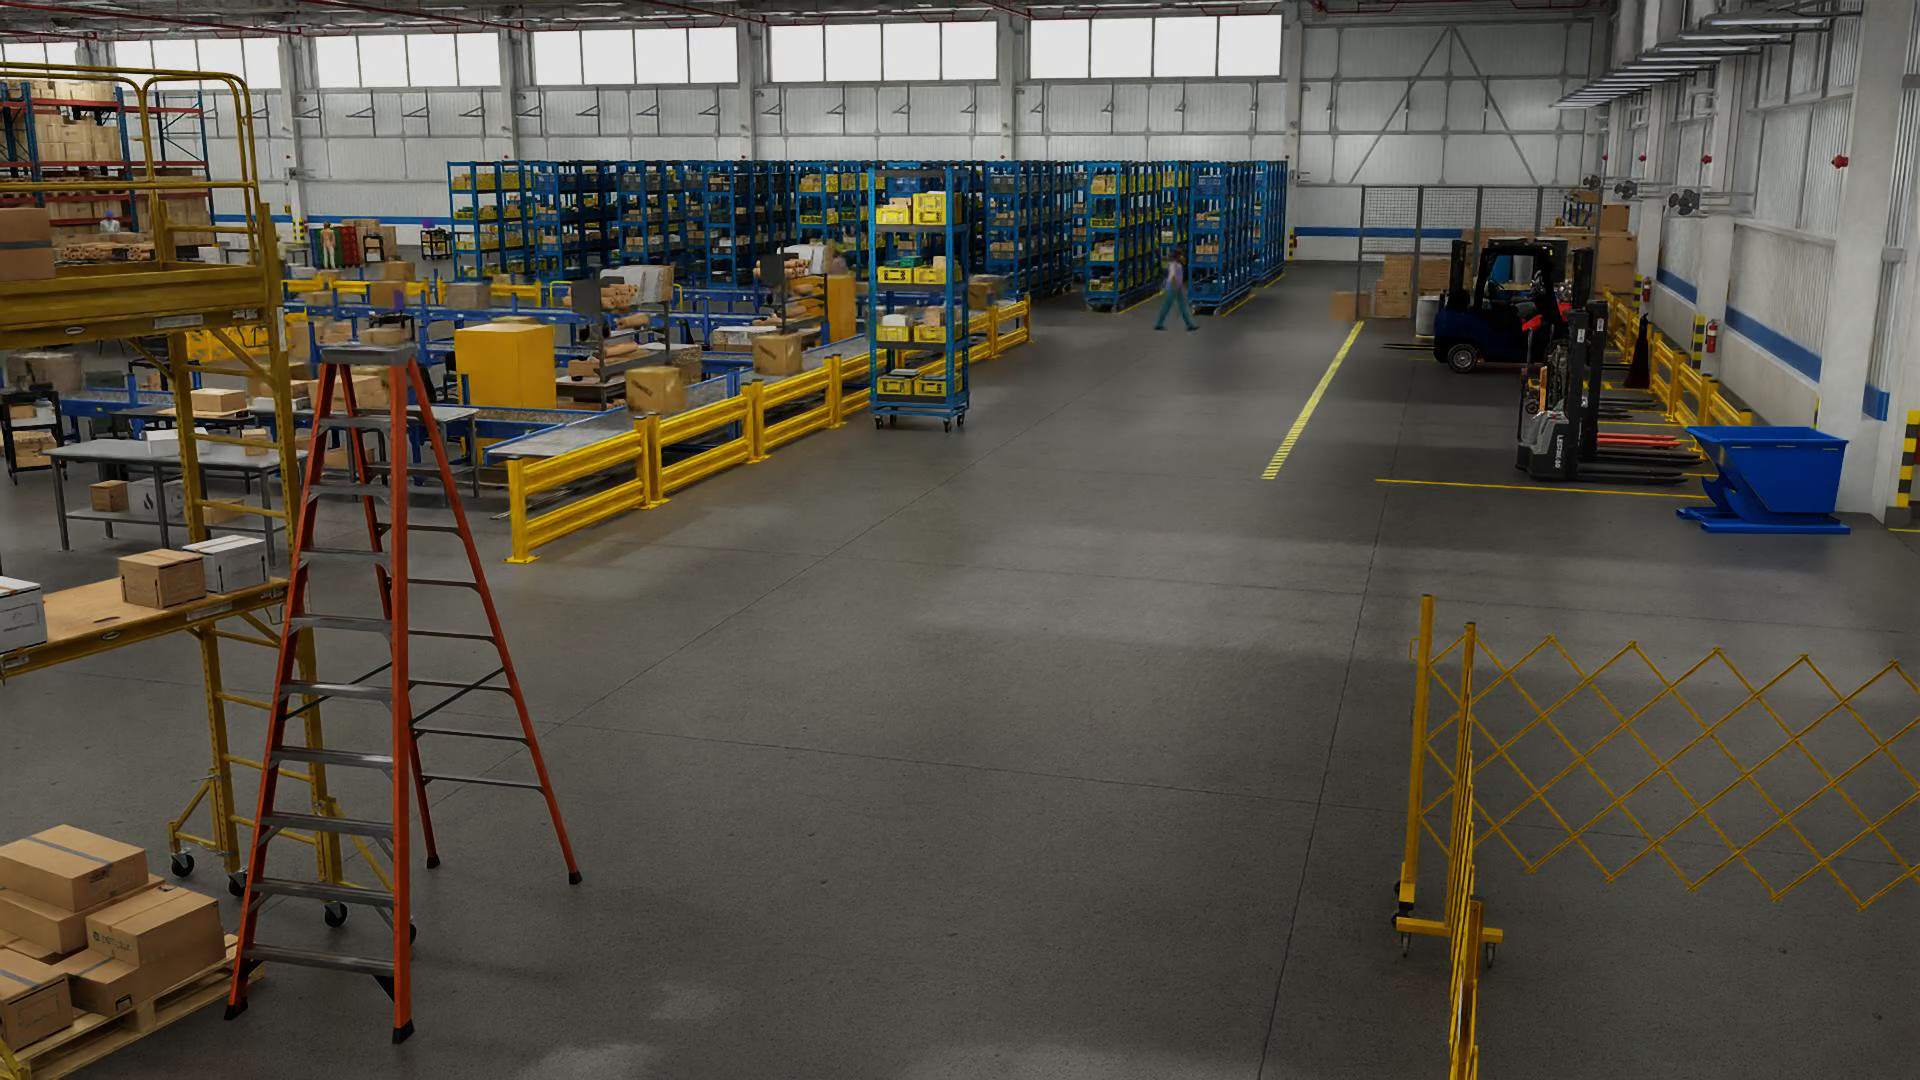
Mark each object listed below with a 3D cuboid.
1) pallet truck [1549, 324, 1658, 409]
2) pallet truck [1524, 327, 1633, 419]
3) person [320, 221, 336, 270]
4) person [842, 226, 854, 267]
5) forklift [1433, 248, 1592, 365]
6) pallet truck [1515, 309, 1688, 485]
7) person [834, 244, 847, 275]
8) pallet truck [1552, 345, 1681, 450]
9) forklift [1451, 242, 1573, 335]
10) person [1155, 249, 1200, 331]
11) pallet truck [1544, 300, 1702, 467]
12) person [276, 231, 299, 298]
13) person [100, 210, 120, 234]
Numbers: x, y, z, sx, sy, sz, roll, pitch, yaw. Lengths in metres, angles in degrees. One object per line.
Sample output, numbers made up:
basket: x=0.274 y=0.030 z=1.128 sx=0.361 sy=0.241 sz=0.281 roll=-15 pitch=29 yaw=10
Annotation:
pallet truck: x=9.824 y=-2.669 z=25.407 sx=1.601 sy=1.201 sz=0.680 roll=4 pitch=14 yaw=16
pallet truck: x=9.065 y=-2.460 z=24.370 sx=1.522 sy=1.261 sz=0.704 roll=3 pitch=13 yaw=14
person: x=-20.687 y=-9.610 z=54.499 sx=0.524 sy=1.636 sz=0.308 roll=3 pitch=13 yaw=14
person: x=-3.375 y=-8.712 z=49.732 sx=0.390 sy=2.041 sz=0.614 roll=3 pitch=13 yaw=13
forklift: x=9.780 y=-4.111 z=29.280 sx=2.680 sy=1.987 sz=1.157 roll=3 pitch=13 yaw=14
pallet truck: x=7.554 y=-1.677 z=19.446 sx=1.885 sy=1.965 sz=0.823 roll=3 pitch=13 yaw=14
person: x=-2.689 y=-5.962 z=38.502 sx=0.661 sy=1.743 sz=0.543 roll=6 pitch=14 yaw=24
pallet truck: x=8.641 y=-1.896 z=21.908 sx=1.630 sy=1.274 sz=0.653 roll=4 pitch=14 yaw=16
forklift: x=10.464 y=-4.597 z=31.405 sx=2.680 sy=1.987 sz=1.157 roll=4 pitch=14 yaw=16
person: x=4.685 y=-5.413 z=36.042 sx=0.993 sy=1.794 sz=0.579 roll=7 pitch=15 yaw=28
pallet truck: x=8.263 y=-1.952 z=20.631 sx=1.885 sy=1.965 sz=0.823 roll=5 pitch=14 yaw=20
person: x=-18.052 y=-7.314 z=44.224 sx=0.827 sy=1.810 sz=0.605 roll=4 pitch=14 yaw=17
person: x=-28.827 y=-10.225 z=56.477 sx=0.616 sy=1.945 sz=0.404 roll=-5 pitch=14 yaw=-22
